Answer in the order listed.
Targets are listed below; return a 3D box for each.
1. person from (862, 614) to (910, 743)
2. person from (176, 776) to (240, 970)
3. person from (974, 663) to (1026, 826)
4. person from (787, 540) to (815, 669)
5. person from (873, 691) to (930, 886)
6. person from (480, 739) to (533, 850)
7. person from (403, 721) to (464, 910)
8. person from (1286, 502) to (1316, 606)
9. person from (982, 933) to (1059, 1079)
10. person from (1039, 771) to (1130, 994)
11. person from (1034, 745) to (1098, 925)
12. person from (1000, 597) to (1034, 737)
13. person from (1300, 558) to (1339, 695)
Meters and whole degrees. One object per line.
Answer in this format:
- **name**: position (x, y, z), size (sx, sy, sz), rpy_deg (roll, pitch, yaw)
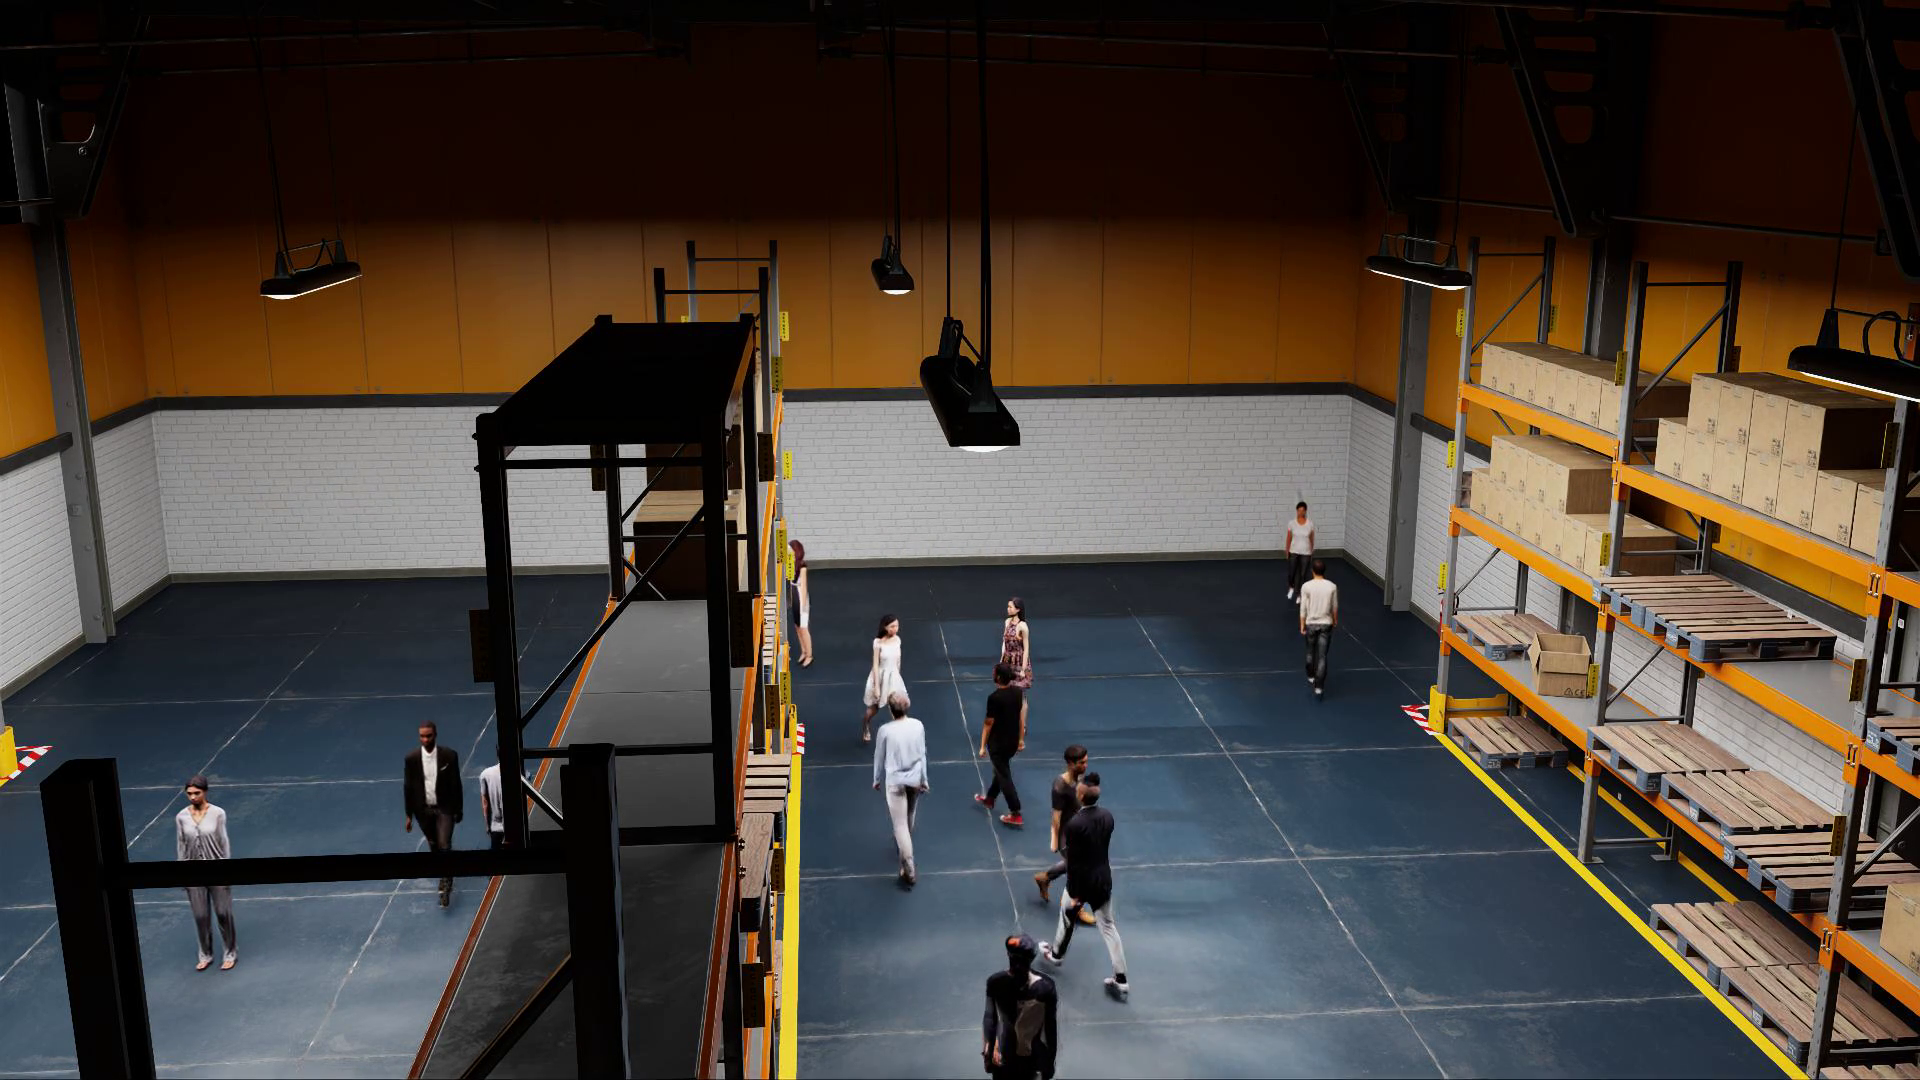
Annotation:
- **person**: position (-0.930, 1.721, 19.467), size (0.979, 1.723, 1.254), rpy_deg (-8, 16, -30)
- **person**: position (-6.560, 2.893, 14.524), size (0.598, 1.770, 0.545), rpy_deg (-2, 14, -10)
- **person**: position (0.500, 2.179, 17.577), size (1.145, 1.722, 1.061), rpy_deg (13, 18, 42)
- **person**: position (-2.174, 0.869, 22.846), size (0.722, 1.787, 0.611), rpy_deg (-7, 15, -28)
- **person**: position (-0.526, 2.446, 16.240), size (0.899, 1.831, 1.325), rpy_deg (-5, 15, -20)
- **person**: position (-4.111, 2.722, 15.102), size (0.792, 1.831, 1.118), rpy_deg (1, 14, 4)
- **person**: position (-5.007, 2.560, 15.895), size (0.659, 1.771, 0.996), rpy_deg (-1, 14, -5)
- **person**: position (5.329, 0.186, 25.996), size (0.652, 1.632, 0.702), rpy_deg (2, 14, 9)
- **person**: position (0.437, 3.565, 11.535), size (0.893, 1.870, 1.135), rpy_deg (3, 14, 13)
- **person**: position (1.177, 2.932, 14.093), size (1.162, 1.896, 1.370), rpy_deg (-10, 17, -35)
- **person**: position (0.975, 2.697, 15.499), size (1.075, 1.692, 1.040), rpy_deg (10, 17, 35)
- **person**: position (0.665, 1.543, 20.090), size (0.856, 1.774, 0.776), rpy_deg (-10, 17, -36)
- **person**: position (4.694, 1.157, 21.693), size (0.889, 1.770, 1.212), rpy_deg (3, 14, 12)
